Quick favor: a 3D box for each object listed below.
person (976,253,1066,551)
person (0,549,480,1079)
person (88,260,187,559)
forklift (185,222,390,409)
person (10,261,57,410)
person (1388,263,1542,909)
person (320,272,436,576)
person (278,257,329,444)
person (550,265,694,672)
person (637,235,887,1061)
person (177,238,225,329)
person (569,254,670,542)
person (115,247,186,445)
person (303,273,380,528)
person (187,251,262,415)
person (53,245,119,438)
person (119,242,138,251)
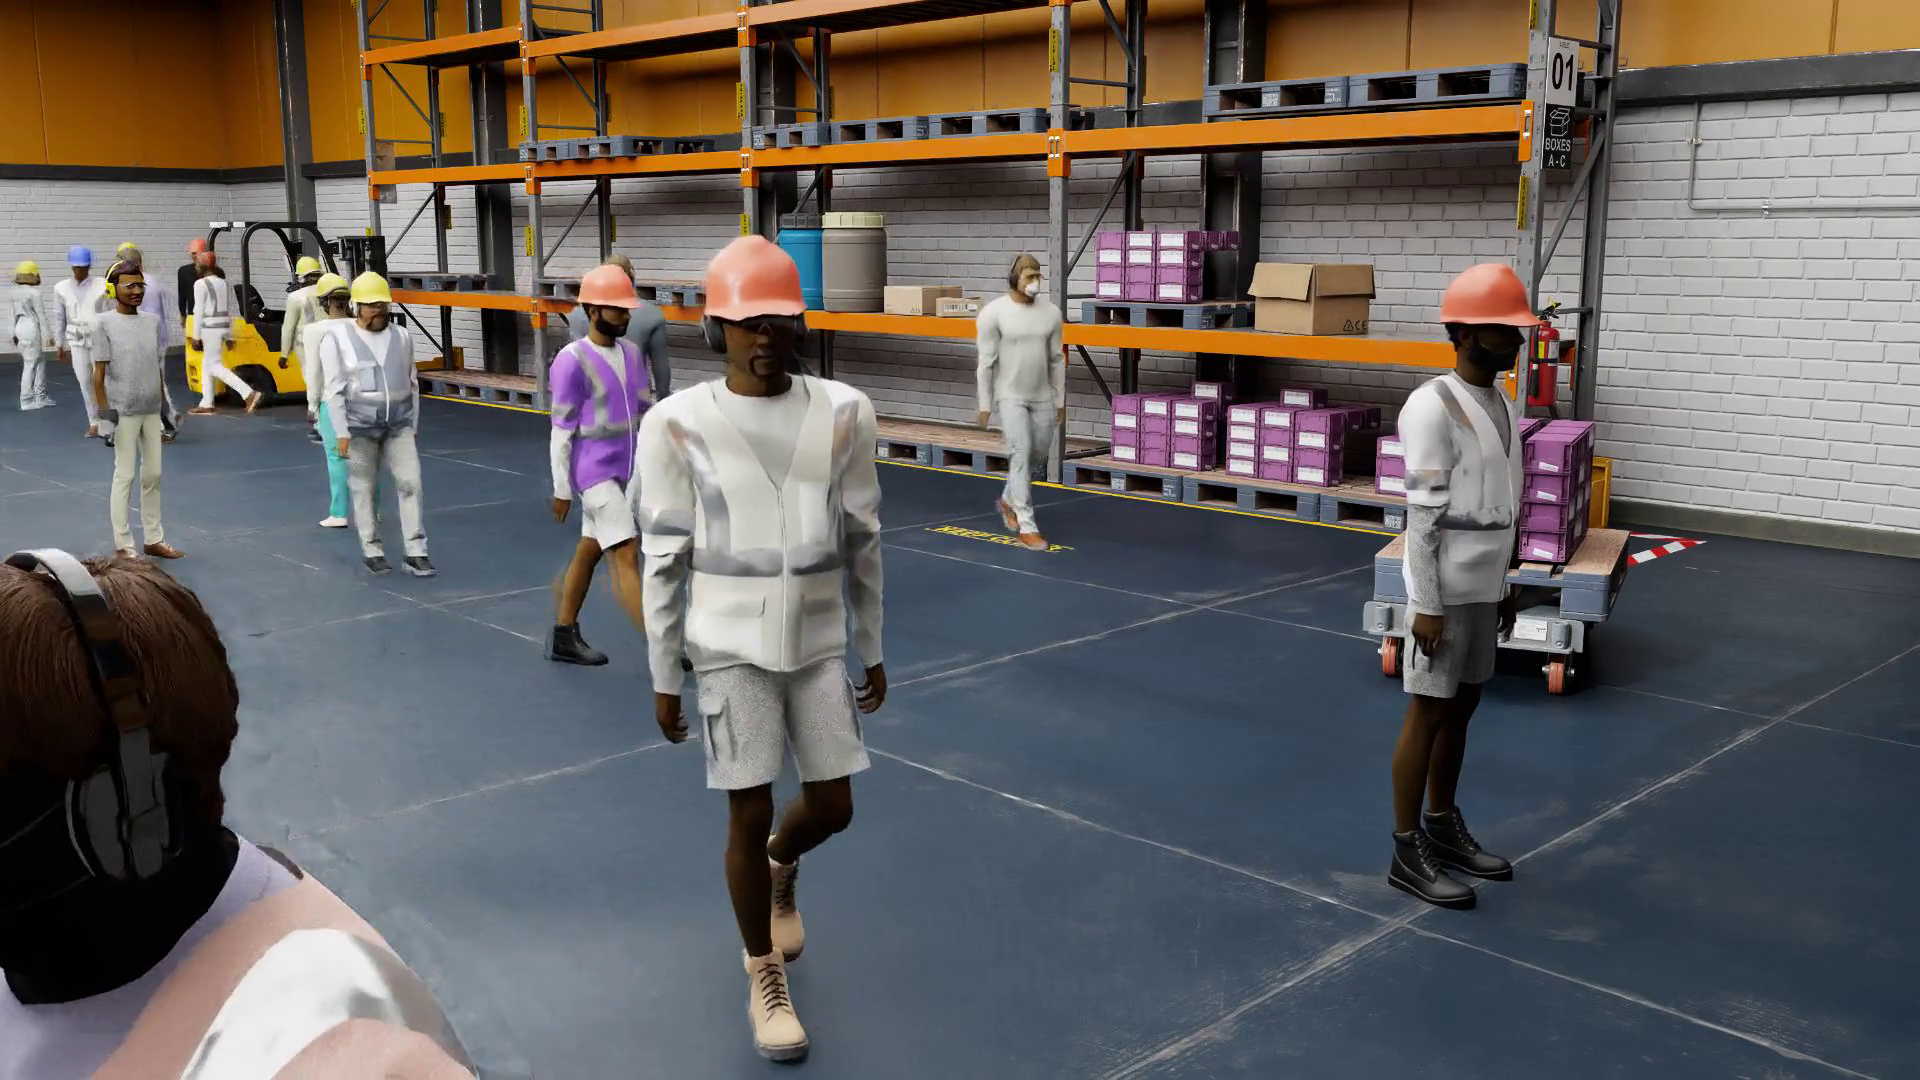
[{"bbox_3d":[0.403,-0.928,10.961,0.644,1.915,0.858,-6,12,-29],"label":"person"},{"bbox_3d":[-0.665,0.909,1.232,0.656,1.797,0.950,7,12,33],"label":"person"},{"bbox_3d":[-5.063,-0.776,10.243,0.313,1.869,0.539,4,11,23],"label":"person"},{"bbox_3d":[-8.169,-2.758,20.163,2.313,2.155,1.214,-10,14,-44],"label":"forklift"},{"bbox_3d":[-10.814,-2.395,19.480,0.513,1.720,0.659,6,12,29],"label":"person"},{"bbox_3d":[1.548,0.135,5.083,0.362,1.939,0.542,9,14,41],"label":"person"},{"bbox_3d":[-3.393,-0.656,9.759,0.591,1.806,0.708,-8,13,-38],"label":"person"},{"bbox_3d":[-6.371,-1.842,16.221,0.724,1.805,0.608,6,12,28],"label":"person"},{"bbox_3d":[-1.536,-0.301,7.628,1.002,1.879,0.553,4,11,19],"label":"person"},{"bbox_3d":[-0.498,0.254,4.206,0.624,2.023,0.584,-4,11,-22],"label":"person"},{"bbox_3d":[-10.016,-2.979,21.966,0.653,1.967,0.776,-2,11,-10],"label":"person"},{"bbox_3d":[-2.258,-0.946,11.112,0.648,1.884,1.013,-2,11,-12],"label":"person"},{"bbox_3d":[-7.835,-1.860,16.043,0.458,1.911,0.707,-9,13,-39],"label":"person"},{"bbox_3d":[-4.290,-0.962,11.550,0.316,1.765,0.523,9,14,42],"label":"person"},{"bbox_3d":[-8.295,-2.305,18.638,0.879,1.858,0.589,1,10,4],"label":"person"},{"bbox_3d":[-8.690,-1.969,16.578,0.652,1.921,0.458,-1,10,-4],"label":"person"},{"bbox_3d":[-10.924,-2.955,21.966,0.594,1.926,0.366,2,11,13],"label":"person"}]
